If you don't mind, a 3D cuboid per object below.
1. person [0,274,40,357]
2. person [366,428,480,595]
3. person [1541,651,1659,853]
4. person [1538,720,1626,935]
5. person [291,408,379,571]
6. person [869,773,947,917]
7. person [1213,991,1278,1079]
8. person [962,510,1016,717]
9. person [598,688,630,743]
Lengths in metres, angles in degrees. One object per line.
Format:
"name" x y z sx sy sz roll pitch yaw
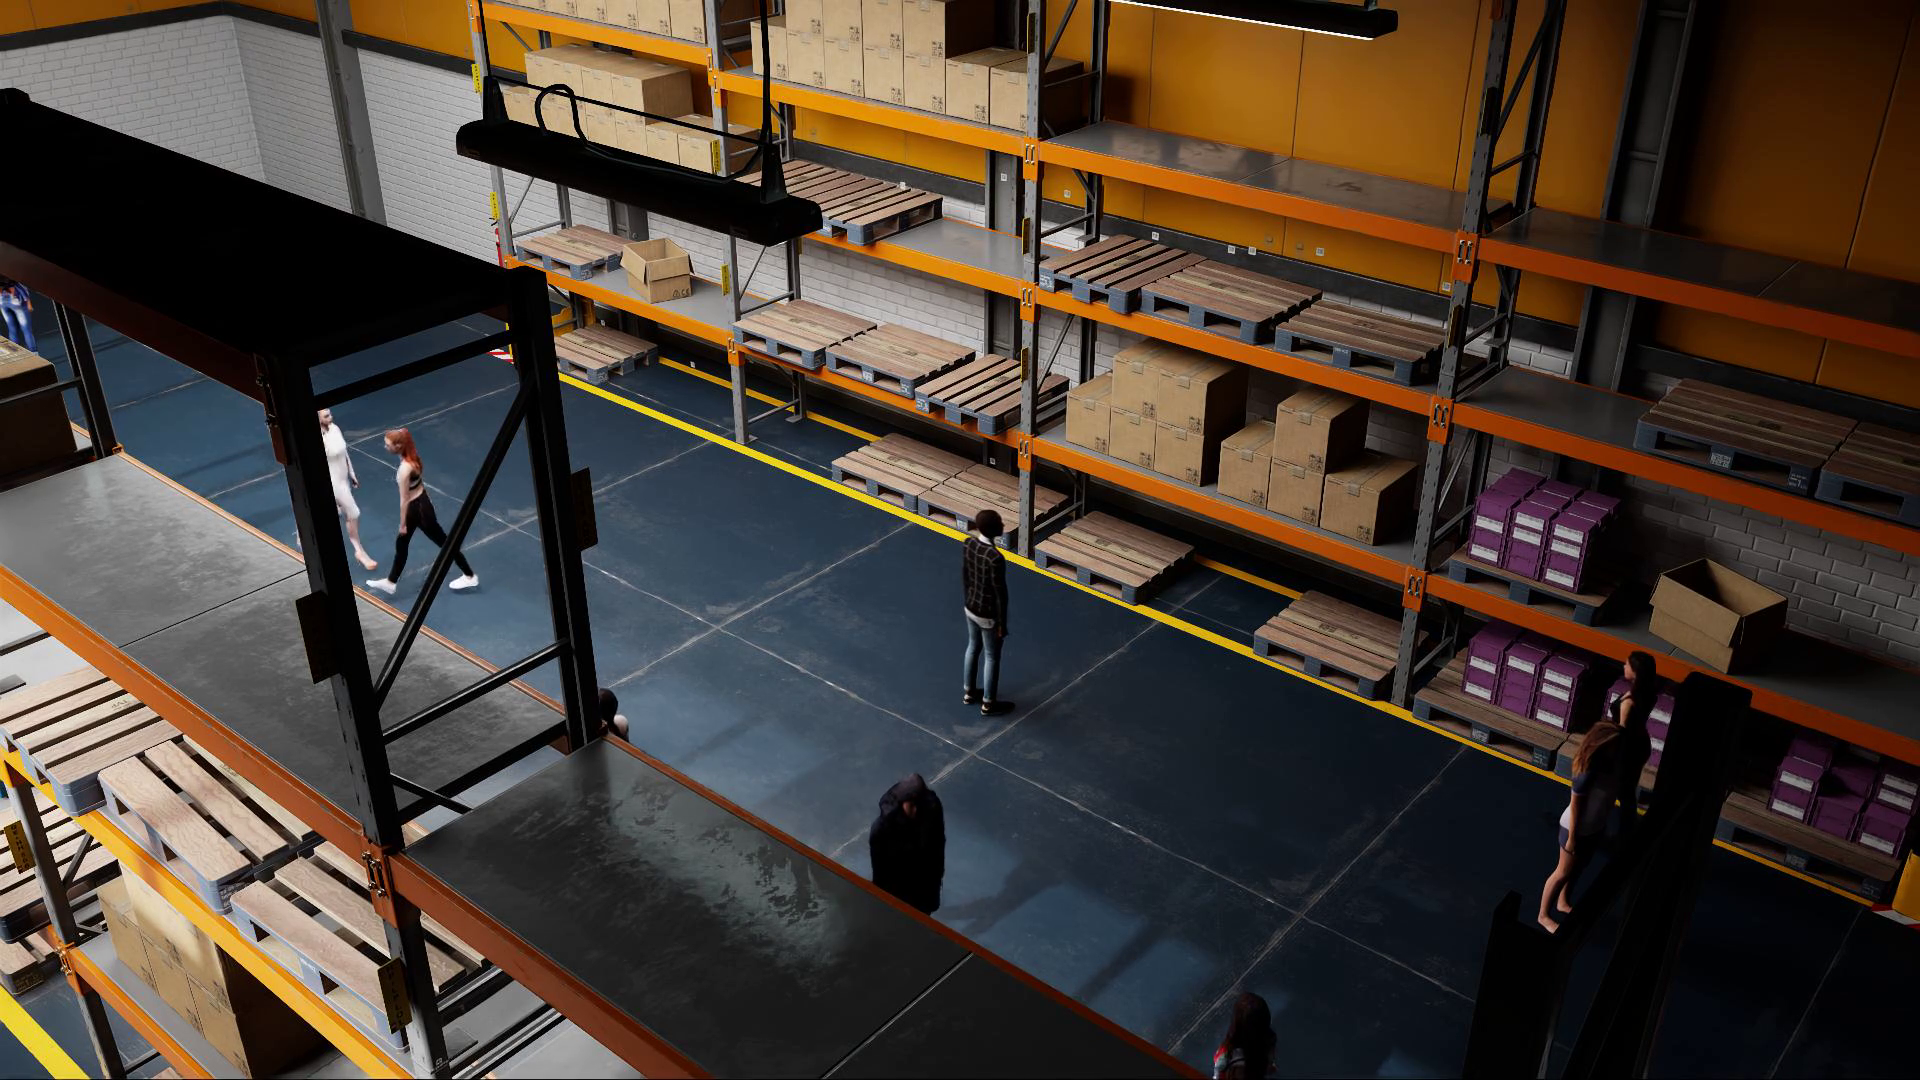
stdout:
"person" -11.416 -2.842 20.060 0.653 1.615 0.754 4 29 7
"person" -4.834 -0.226 15.197 1.161 1.680 1.200 -6 29 -10
"person" 4.829 1.560 11.931 0.662 1.672 0.897 -23 36 -36
"person" 4.198 1.912 11.230 0.618 1.727 0.576 -23 36 -35
"person" -5.931 -0.509 15.625 1.100 1.768 0.945 3 29 5
"person" -0.363 2.179 10.804 0.859 1.666 0.942 -10 30 -18
"person" 1.584 3.171 9.087 0.892 1.569 1.180 -14 32 -24
"person" 0.194 0.579 13.577 0.766 1.819 0.576 -20 34 -32
"person" -2.313 1.802 11.468 1.218 1.692 0.712 16 33 27
